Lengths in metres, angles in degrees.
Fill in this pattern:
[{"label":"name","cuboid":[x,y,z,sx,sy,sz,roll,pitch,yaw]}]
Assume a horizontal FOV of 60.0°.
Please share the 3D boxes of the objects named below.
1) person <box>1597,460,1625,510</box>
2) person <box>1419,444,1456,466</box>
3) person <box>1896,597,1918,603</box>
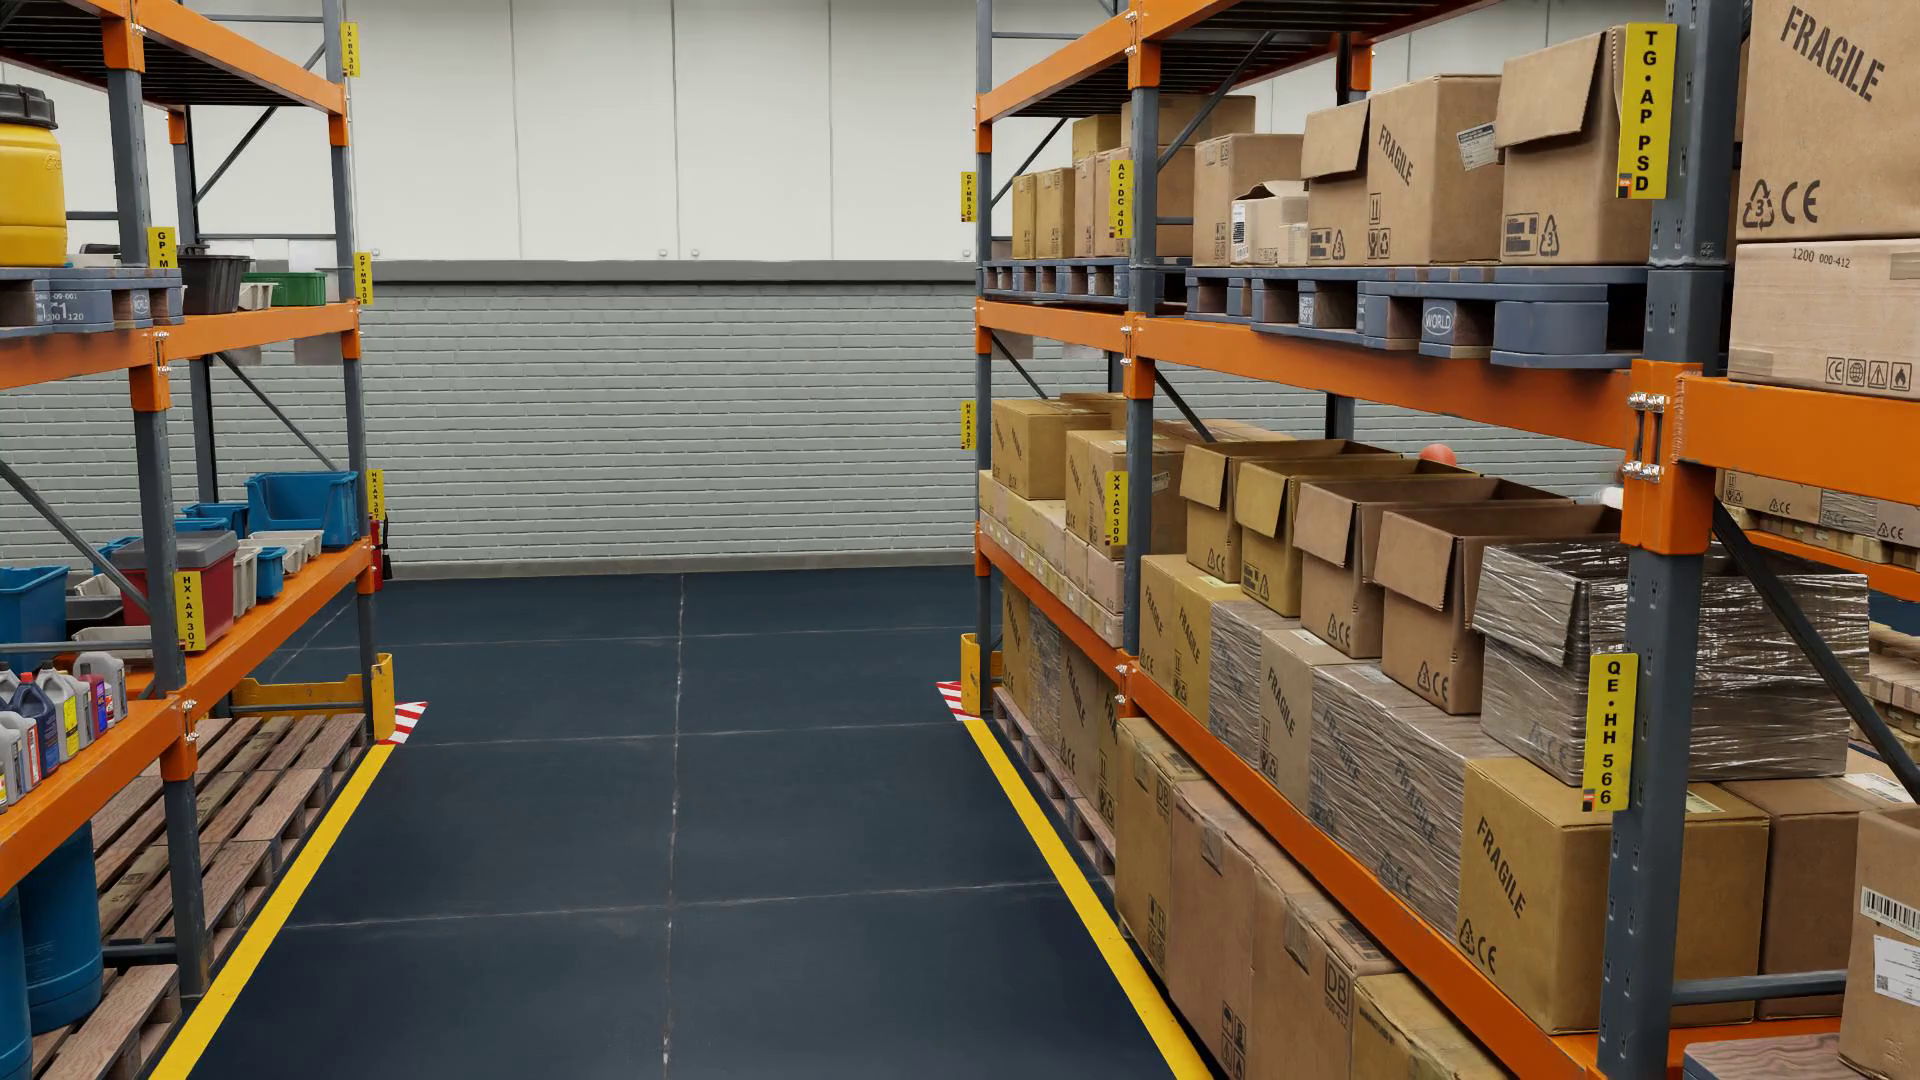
[{"label":"person","cuboid":[5.083,0.163,12.832,0.571,1.605,0.526,-6,11,-33]},{"label":"person","cuboid":[2.852,0.398,10.188,0.612,1.991,0.392,-5,11,-30]},{"label":"person","cuboid":[8.816,-0.352,15.200,0.309,1.868,0.535,7,11,35]}]
